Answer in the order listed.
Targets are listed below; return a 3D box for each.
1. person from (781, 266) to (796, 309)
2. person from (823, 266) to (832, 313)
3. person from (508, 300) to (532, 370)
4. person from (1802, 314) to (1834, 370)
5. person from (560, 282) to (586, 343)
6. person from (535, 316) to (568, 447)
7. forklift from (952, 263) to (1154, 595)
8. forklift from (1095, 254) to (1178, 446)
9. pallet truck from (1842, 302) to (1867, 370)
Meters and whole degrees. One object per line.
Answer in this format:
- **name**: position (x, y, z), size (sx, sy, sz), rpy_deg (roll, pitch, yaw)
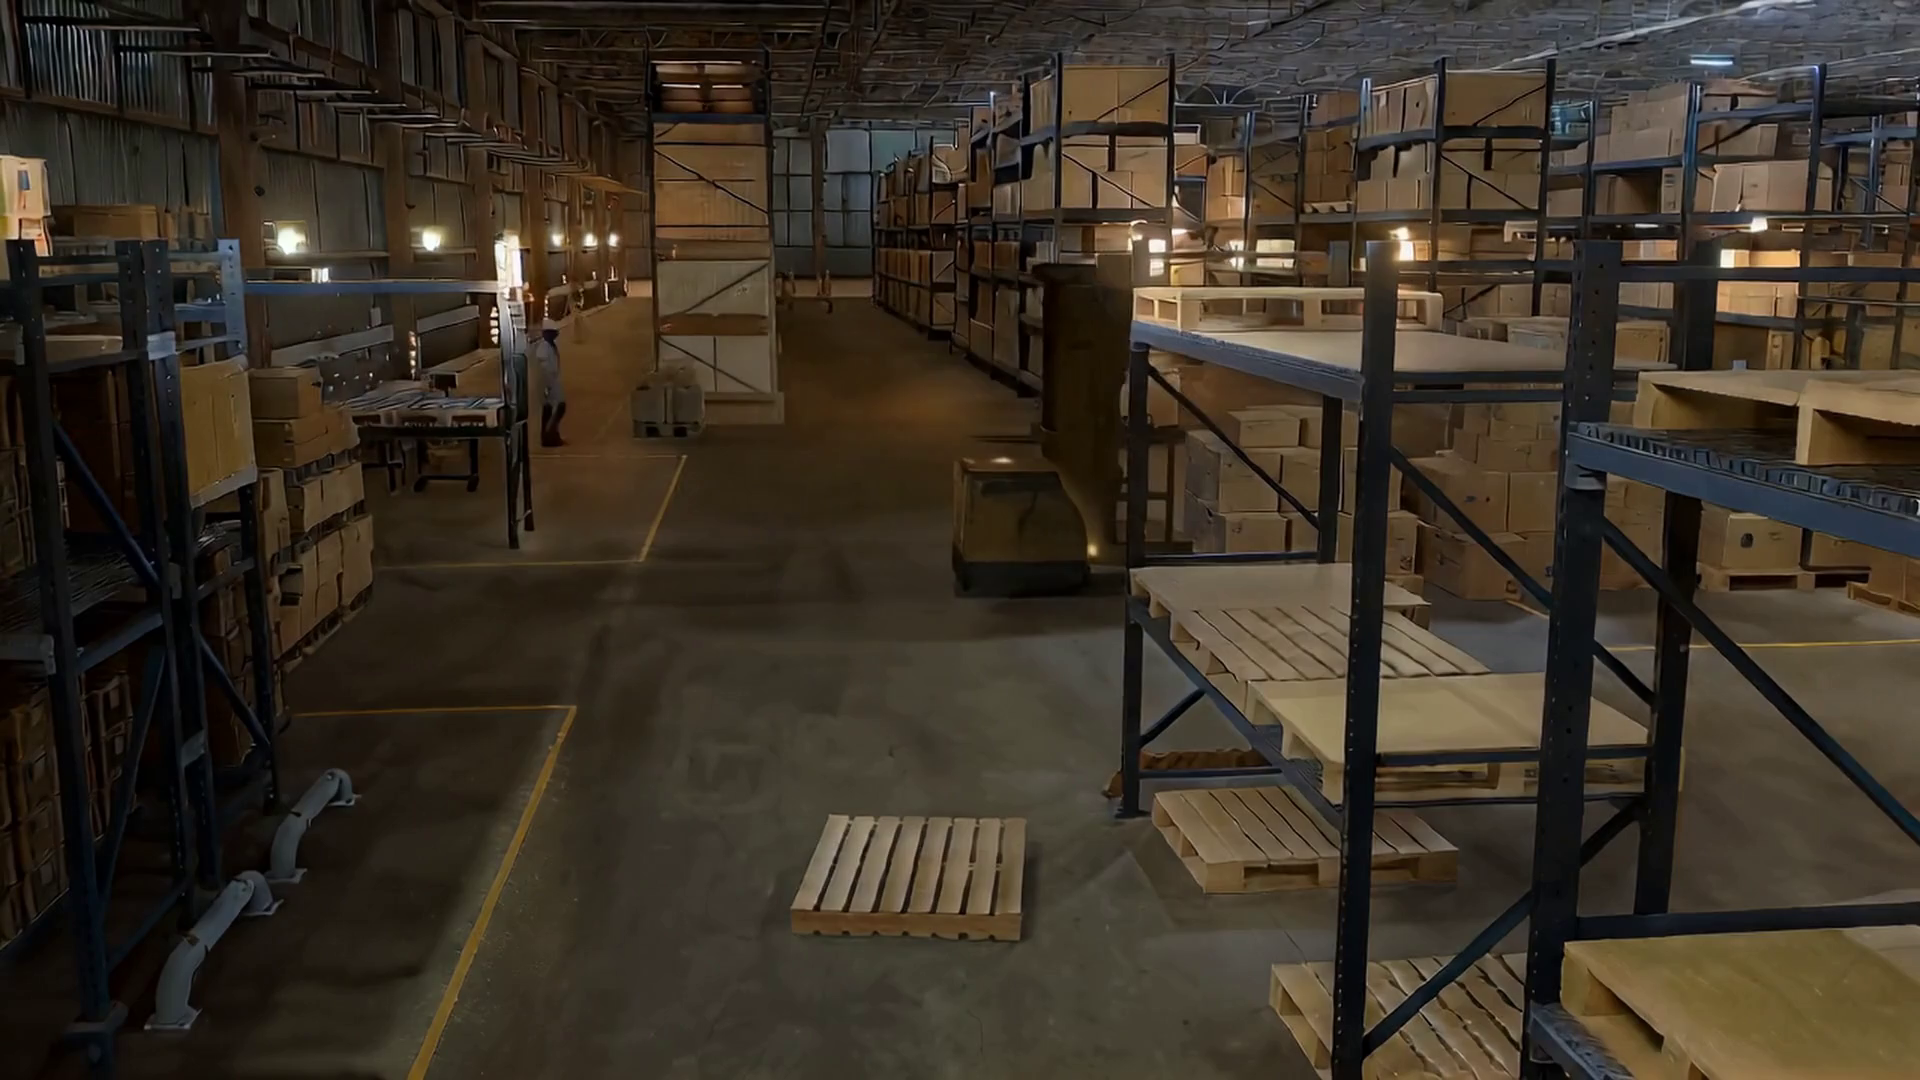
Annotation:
- **person**: position (-7.572, -11.152, 73.481), size (0.650, 1.888, 0.664), rpy_deg (-1, 10, -7)
- **person**: position (-5.516, -10.446, 69.425), size (0.359, 1.939, 0.543), rpy_deg (-1, 10, -7)
- **person**: position (-10.323, -4.914, 38.880), size (0.636, 1.902, 0.406), rpy_deg (3, 11, 17)
- **person**: position (13.144, -2.507, 25.523), size (0.397, 1.911, 0.587), rpy_deg (10, 14, 44)
- **person**: position (-11.493, -6.746, 49.331), size (0.992, 1.794, 0.590), rpy_deg (4, 11, 20)
- **person**: position (-5.990, -2.307, 24.367), size (0.489, 1.917, 0.564), rpy_deg (3, 11, 14)
- **forklift**: position (0.901, -1.002, 14.486), size (1.873, 2.768, 1.129), rpy_deg (-1, 10, -6)
- **forklift**: position (2.225, -2.813, 24.522), size (1.873, 2.768, 1.129), rpy_deg (-1, 10, -6)
- **pallet truck**: position (15.846, -3.142, 28.793), size (1.885, 1.965, 0.823), rpy_deg (2, 10, 12)
